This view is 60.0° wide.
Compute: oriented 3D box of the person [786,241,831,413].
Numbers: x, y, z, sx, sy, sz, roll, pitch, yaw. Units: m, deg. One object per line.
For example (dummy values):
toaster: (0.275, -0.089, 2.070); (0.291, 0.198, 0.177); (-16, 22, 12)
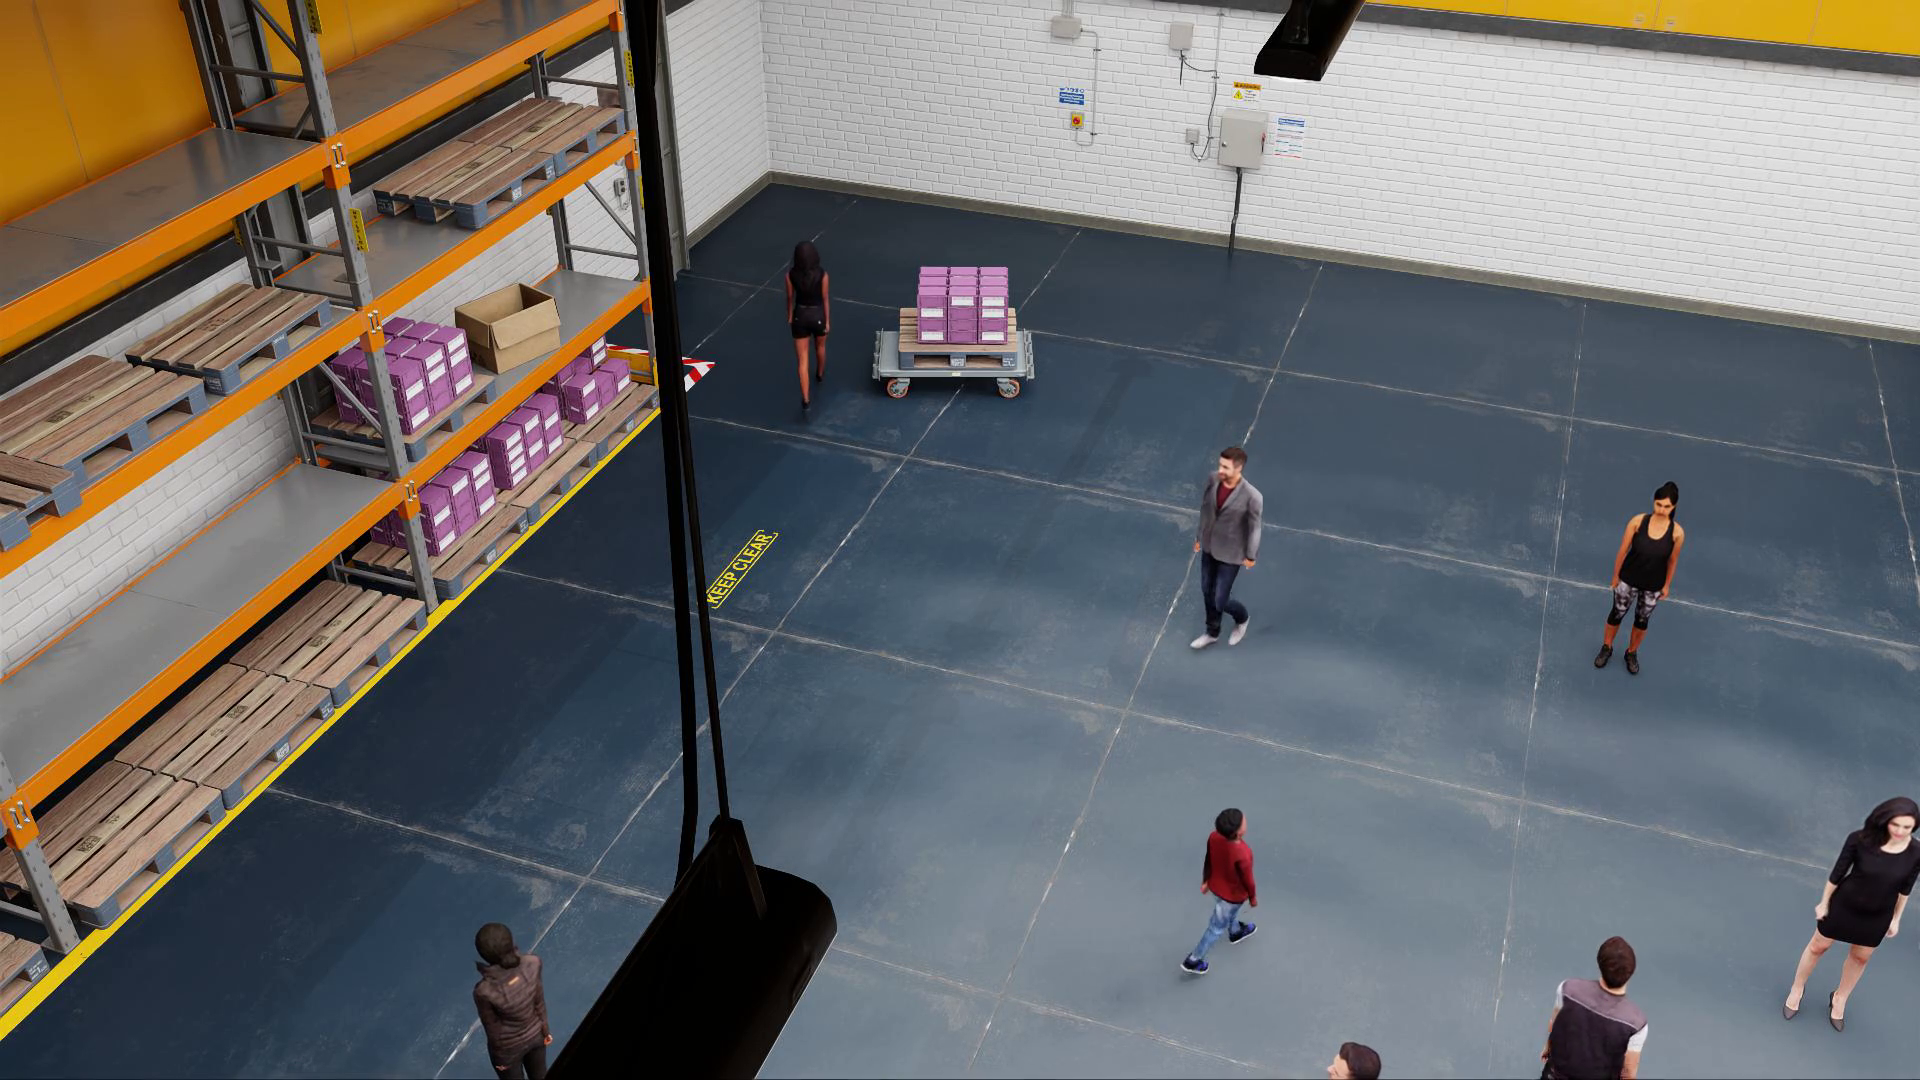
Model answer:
person: (-1.496, -2.081, 16.468); (0.902, 1.690, 1.311); (0, 34, 0)

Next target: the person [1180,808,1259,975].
person: (1.630, 2.209, 10.416); (0.926, 1.244, 0.839); (-17, 37, -24)

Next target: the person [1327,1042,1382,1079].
person: (1.919, 3.190, 8.424); (0.767, 1.816, 0.574); (5, 34, 7)

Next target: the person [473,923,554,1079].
person: (-2.446, 2.753, 9.221); (0.685, 1.661, 0.740); (-14, 36, -21)

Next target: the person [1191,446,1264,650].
person: (2.126, 0.051, 13.107); (0.916, 1.859, 0.861); (-24, 40, -31)

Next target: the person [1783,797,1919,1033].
person: (5.349, 2.216, 9.898); (0.588, 1.807, 0.476); (12, 35, 17)

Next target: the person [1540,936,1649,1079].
person: (3.289, 2.884, 8.876); (0.798, 1.825, 1.059); (22, 40, 30)

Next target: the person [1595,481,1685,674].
person: (5.306, 0.288, 12.932); (0.572, 1.659, 0.494); (12, 35, 17)
